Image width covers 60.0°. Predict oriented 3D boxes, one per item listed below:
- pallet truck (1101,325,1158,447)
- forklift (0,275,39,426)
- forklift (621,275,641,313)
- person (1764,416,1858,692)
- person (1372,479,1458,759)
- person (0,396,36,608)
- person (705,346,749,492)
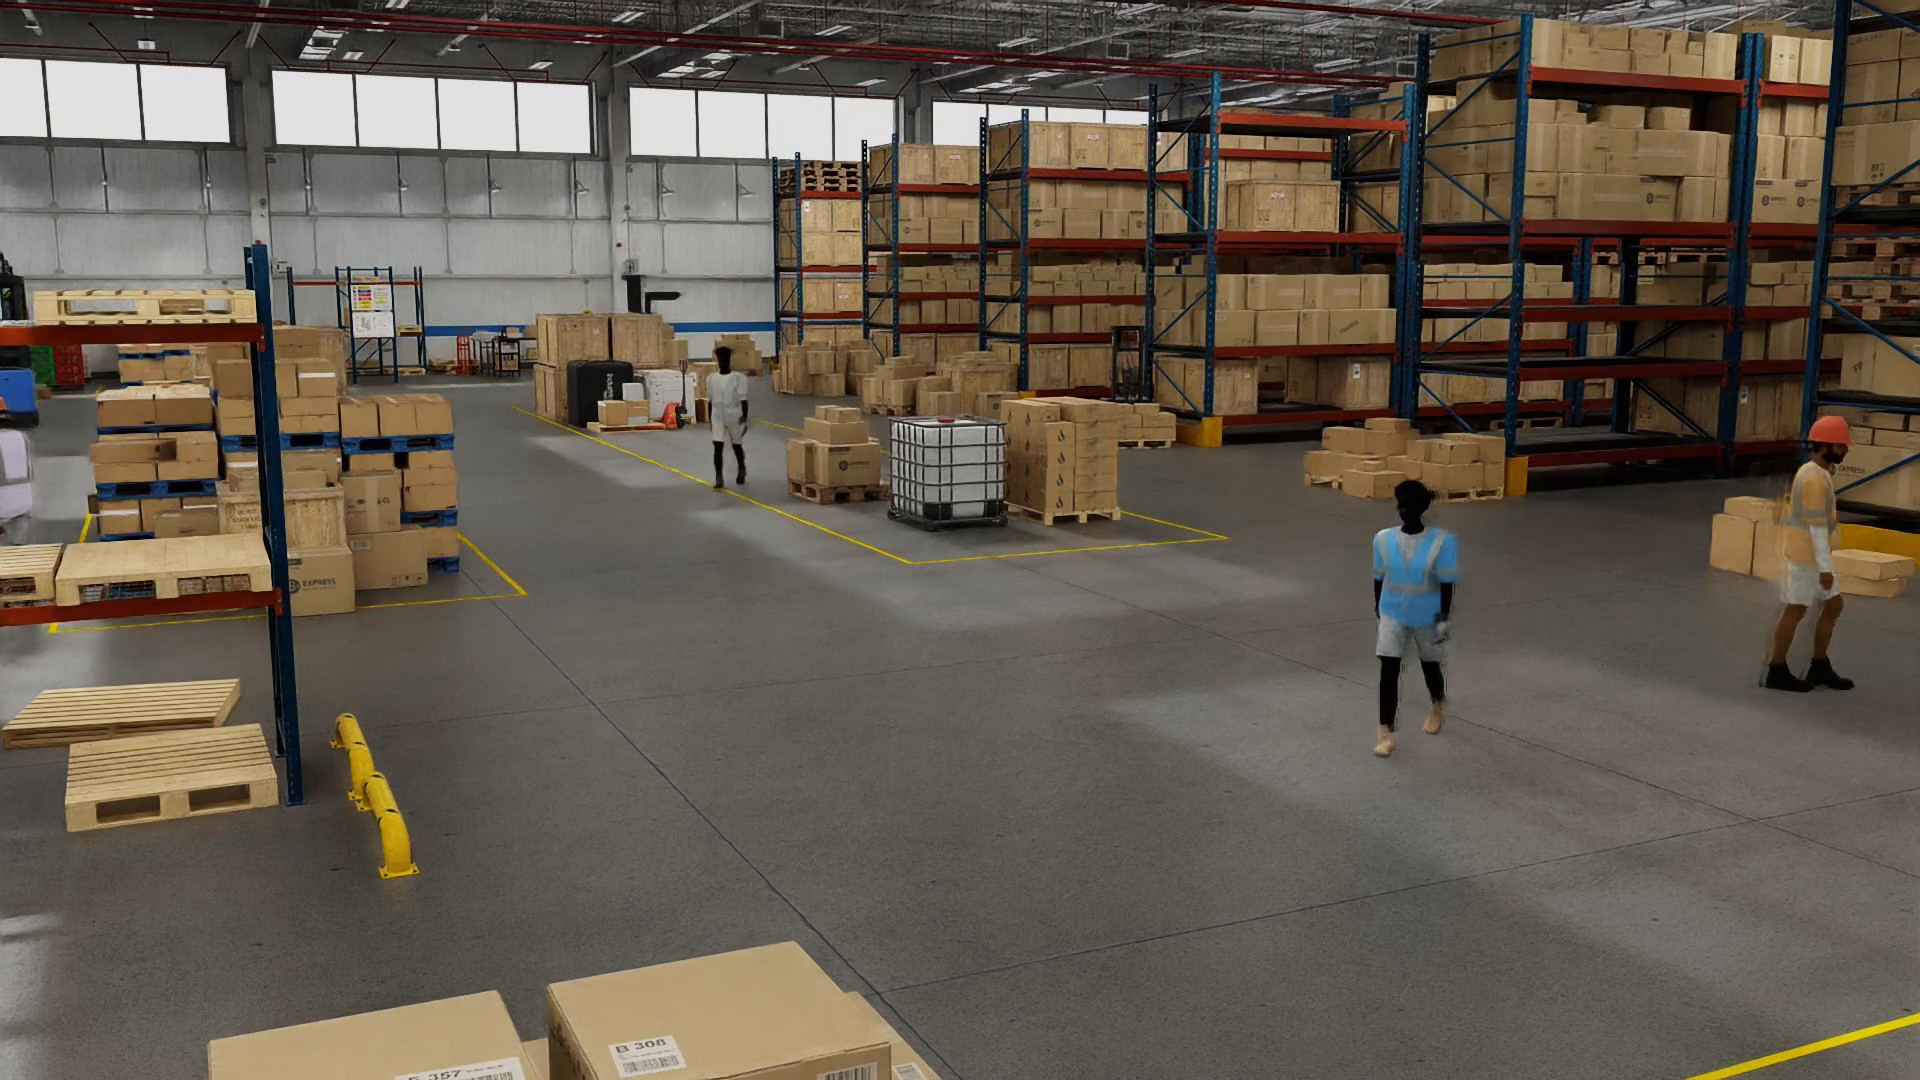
[{"bbox_3d":[2.881,-2.596,27.923,0.823,1.965,1.885,-1,9,-7],"label":"pallet truck"},{"bbox_3d":[-18.038,-3.560,31.172,1.129,2.768,1.873,-5,11,-31],"label":"forklift"},{"bbox_3d":[-7.545,-4.740,38.492,1.873,2.768,1.129,-2,9,-12],"label":"forklift"},{"bbox_3d":[5.907,0.115,11.341,0.704,1.912,0.582,5,10,27],"label":"person"},{"bbox_3d":[2.765,0.441,10.107,0.526,1.667,0.801,5,10,28],"label":"person"},{"bbox_3d":[-7.919,-0.271,13.757,0.526,1.913,0.547,2,9,15],"label":"person"},{"bbox_3d":[-3.085,-1.638,22.203,0.607,1.936,0.933,1,9,7],"label":"person"}]
